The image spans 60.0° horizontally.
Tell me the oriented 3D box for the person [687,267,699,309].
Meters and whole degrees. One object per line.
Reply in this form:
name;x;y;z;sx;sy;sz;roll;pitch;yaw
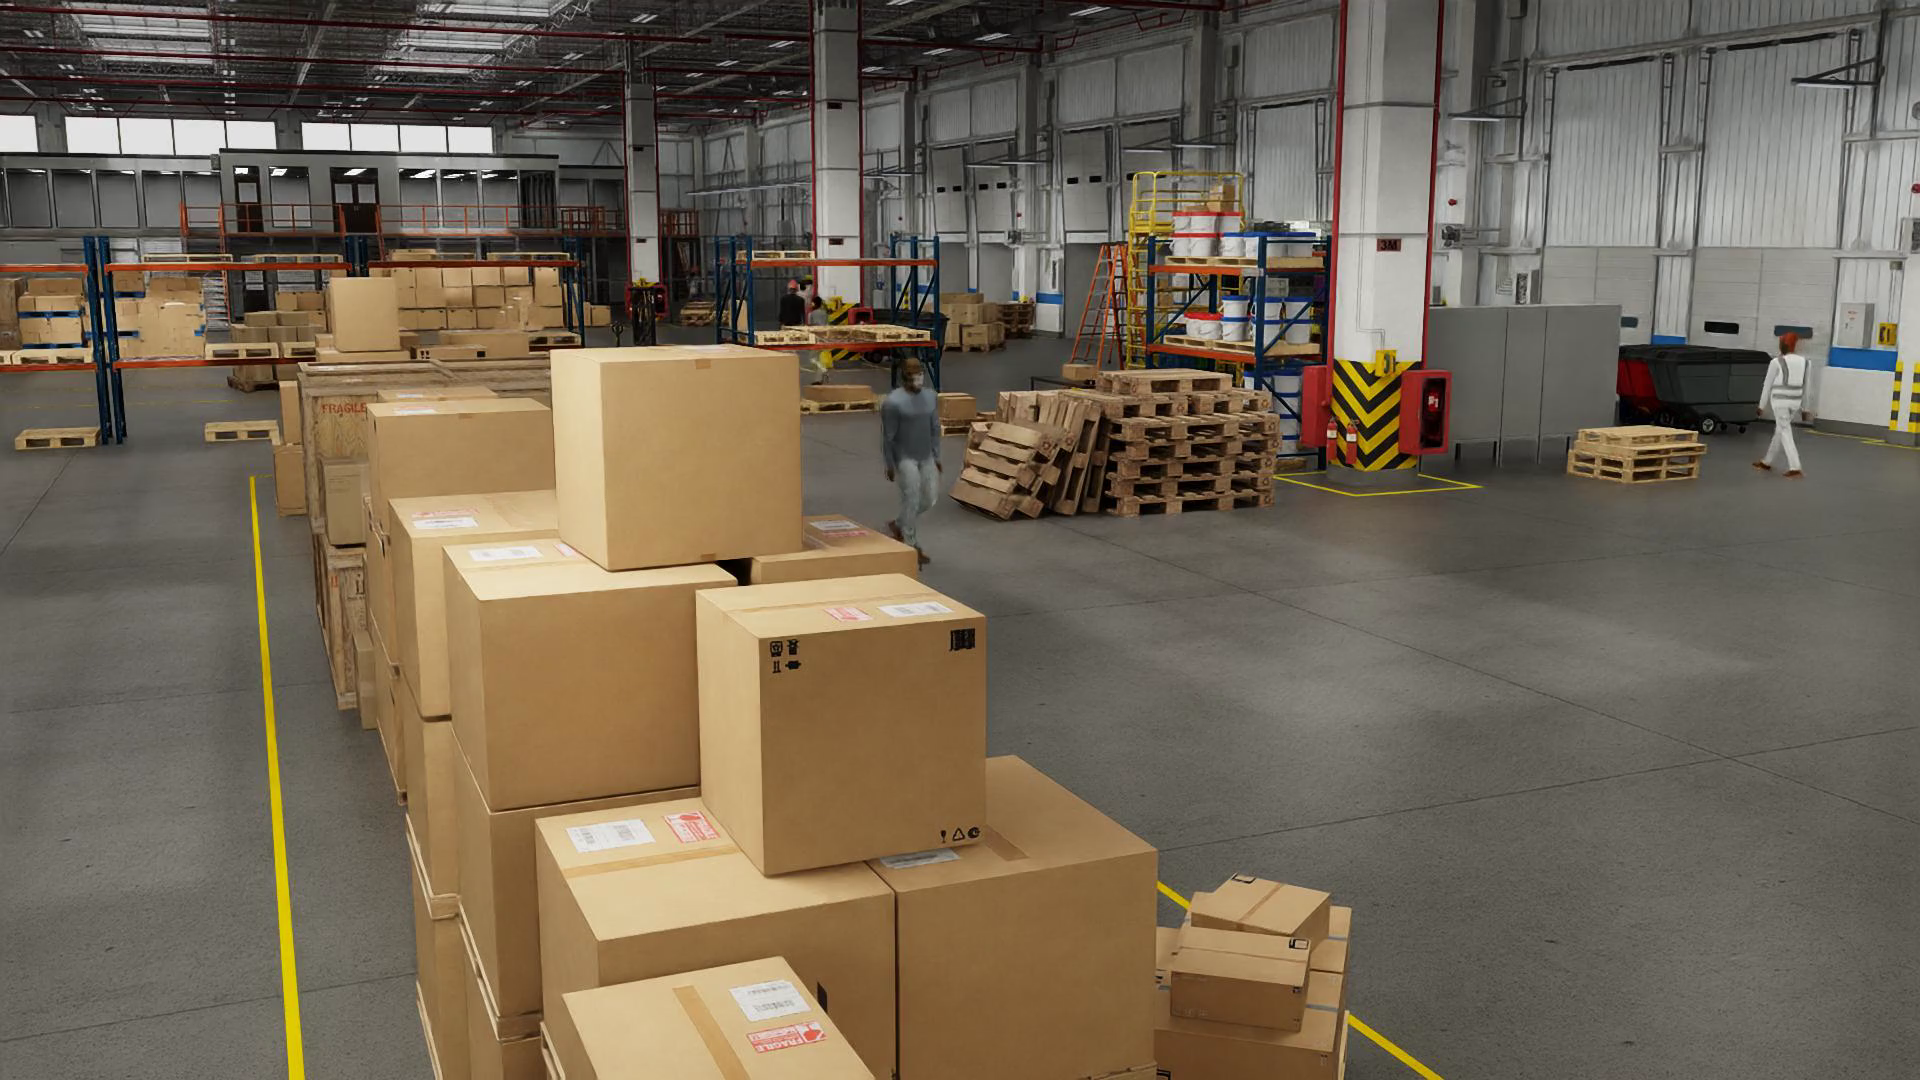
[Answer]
person;-10.260;-9.546;64.040;0.554;1.891;1.018;7;12;33

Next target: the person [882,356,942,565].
person;-0.480;-0.755;15.472;0.639;1.926;0.606;-9;13;-40

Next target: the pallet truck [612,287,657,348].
pallet truck;-6.464;-4.406;35.401;0.823;1.965;1.885;6;12;32

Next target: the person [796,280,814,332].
person;-4.576;-6.643;48.313;0.650;1.789;0.979;6;12;29

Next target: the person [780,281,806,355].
person;-3.983;-5.221;39.934;0.658;1.972;0.681;1;10;3

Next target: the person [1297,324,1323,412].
person;5.278;-2.445;25.387;0.843;1.714;0.487;5;11;24

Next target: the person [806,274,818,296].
person;-4.701;-7.298;51.666;0.590;1.888;0.916;1;10;7

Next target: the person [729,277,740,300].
person;-9.241;-10.240;68.386;0.541;1.695;0.315;-4;11;-23

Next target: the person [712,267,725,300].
person;-11.822;-12.739;81.502;0.644;1.922;0.650;-3;11;-14

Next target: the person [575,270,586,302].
person;-15.377;-10.096;67.395;0.305;1.772;0.525;7;13;35

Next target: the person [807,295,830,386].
person;-2.857;-4.041;33.792;0.538;1.850;0.535;9;14;42

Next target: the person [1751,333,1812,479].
person;10.420;-1.705;21.027;0.579;1.827;1.022;-3;11;-17
